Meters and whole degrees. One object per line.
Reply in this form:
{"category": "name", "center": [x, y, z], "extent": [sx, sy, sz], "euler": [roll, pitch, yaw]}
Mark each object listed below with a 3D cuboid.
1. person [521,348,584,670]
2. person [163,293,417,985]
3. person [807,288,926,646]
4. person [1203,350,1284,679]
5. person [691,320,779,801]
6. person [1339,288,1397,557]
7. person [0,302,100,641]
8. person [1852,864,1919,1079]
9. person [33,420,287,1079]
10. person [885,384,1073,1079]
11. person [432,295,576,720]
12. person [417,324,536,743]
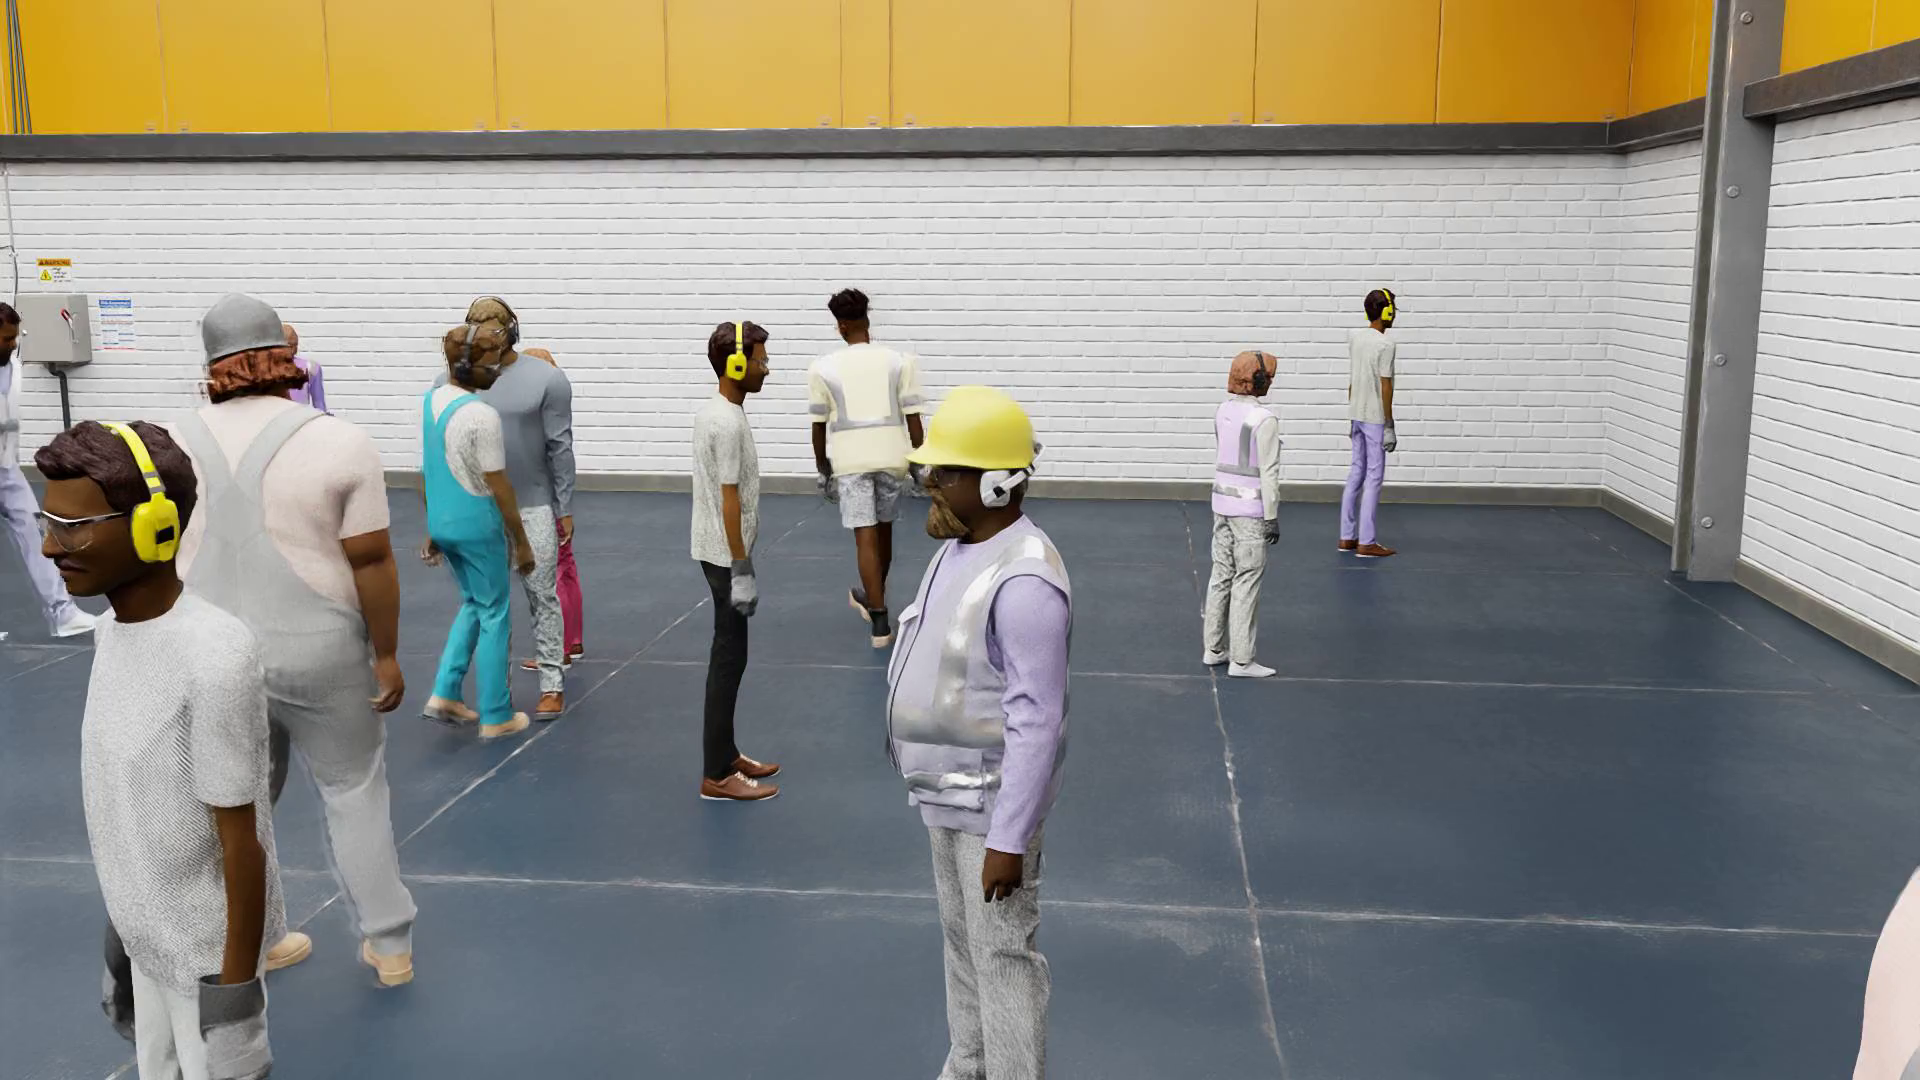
{"category": "person", "center": [-2.109, -0.156, 8.467], "extent": [0.269, 1.632, 0.504], "euler": [1, 10, 7]}
{"category": "person", "center": [-1.934, 0.288, 4.764], "extent": [0.712, 2.000, 0.548], "euler": [0, 10, 1]}
{"category": "person", "center": [-0.518, -0.424, 9.195], "extent": [0.629, 1.909, 0.928], "euler": [-2, 10, -14]}
{"category": "person", "center": [1.424, -0.127, 8.312], "extent": [0.313, 1.632, 0.513], "euler": [-4, 11, -21]}
{"category": "person", "center": [-0.875, 0.083, 6.468], "extent": [0.338, 1.861, 0.513], "euler": [-2, 10, -12]}
{"category": "person", "center": [2.876, -0.812, 11.592], "extent": [0.325, 1.861, 0.521], "euler": [-3, 10, -18]}
{"category": "person", "center": [-5.090, -0.340, 8.897], "extent": [0.950, 1.847, 0.663], "euler": [1, 10, 6]}
{"category": "person", "center": [1.038, 0.949, 1.581], "extent": [0.430, 1.840, 0.633], "euler": [4, 11, 24]}
{"category": "person", "center": [-1.310, 0.723, 2.802], "extent": [0.511, 1.862, 0.324], "euler": [9, 14, 43]}
{"category": "person", "center": [0.035, 0.563, 3.779], "extent": [0.404, 1.835, 0.590], "euler": [-3, 10, -17]}
{"category": "person", "center": [-2.057, -0.137, 7.536], "extent": [0.641, 1.927, 0.386], "euler": [0, 10, -2]}
{"category": "person", "center": [-2.072, -0.018, 7.132], "extent": [0.548, 1.821, 0.410], "euler": [7, 12, 37]}
